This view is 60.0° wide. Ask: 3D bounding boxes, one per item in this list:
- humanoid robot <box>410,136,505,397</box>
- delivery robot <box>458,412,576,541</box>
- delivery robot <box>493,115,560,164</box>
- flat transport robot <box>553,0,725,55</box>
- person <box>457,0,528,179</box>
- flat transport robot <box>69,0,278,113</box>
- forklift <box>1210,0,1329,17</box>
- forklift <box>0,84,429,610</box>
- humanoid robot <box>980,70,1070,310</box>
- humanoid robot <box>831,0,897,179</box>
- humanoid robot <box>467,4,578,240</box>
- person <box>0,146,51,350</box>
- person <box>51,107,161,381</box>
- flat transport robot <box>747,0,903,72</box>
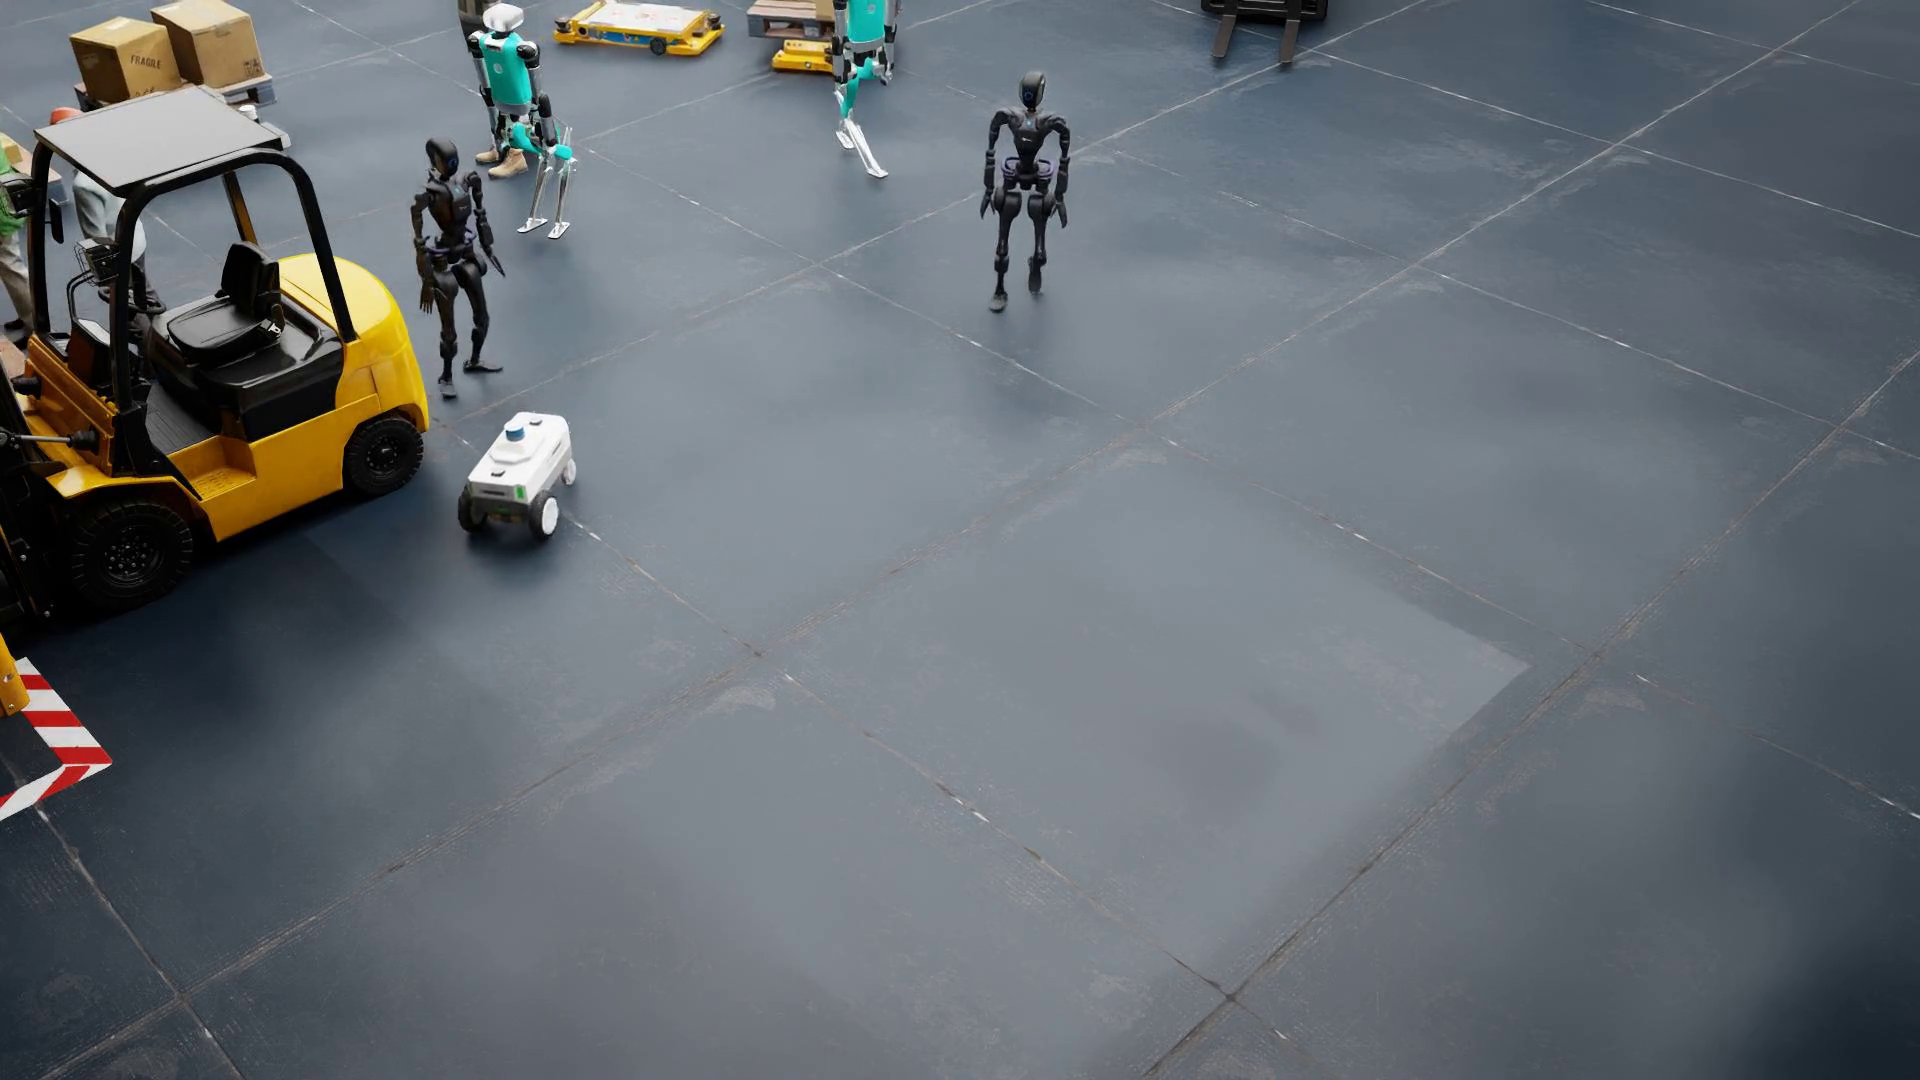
[{"bbox_3d":[-3.058,-1.676,10.070,0.376,1.636,0.608,21,42,26],"label":"humanoid robot"},{"bbox_3d":[-2.444,-0.394,9.269,0.499,0.575,0.759,7,37,9],"label":"delivery robot"},{"bbox_3d":[-3.507,-3.378,13.255,0.499,0.566,0.739,-12,38,-16],"label":"delivery robot"},{"bbox_3d":[-2.955,-4.720,15.315,1.431,0.231,0.659,9,38,12],"label":"flat transport robot"},{"bbox_3d":[-3.592,-3.749,12.534,0.365,2.047,0.607,-18,40,-23],"label":"person"},{"bbox_3d":[-6.362,-3.446,13.610,1.431,0.231,0.659,30,46,34],"label":"flat transport robot"},{"bbox_3d":[3.106,-6.400,15.960,1.214,2.155,2.313,8,37,10],"label":"forklift"},{"bbox_3d":[-4.145,-1.093,8.856,2.313,2.155,1.214,-31,47,-34],"label":"forklift"},{"bbox_3d":[0.427,-2.327,10.934,0.588,1.636,0.464,4,37,6],"label":"humanoid robot"},{"bbox_3d":[-0.835,-3.670,12.727,0.539,1.751,1.043,-20,41,-25],"label":"humanoid robot"},{"bbox_3d":[-2.947,-2.949,11.610,0.533,1.672,0.735,15,39,19],"label":"humanoid robot"},{"bbox_3d":[-6.111,-2.051,10.491,0.403,1.781,0.568,-16,39,-20],"label":"person"},{"bbox_3d":[-5.183,-1.808,10.186,0.345,1.740,0.573,-3,37,-4],"label":"person"},{"bbox_3d":[-1.211,-4.627,15.191,0.659,0.231,1.431,7,37,9],"label":"flat transport robot"}]
